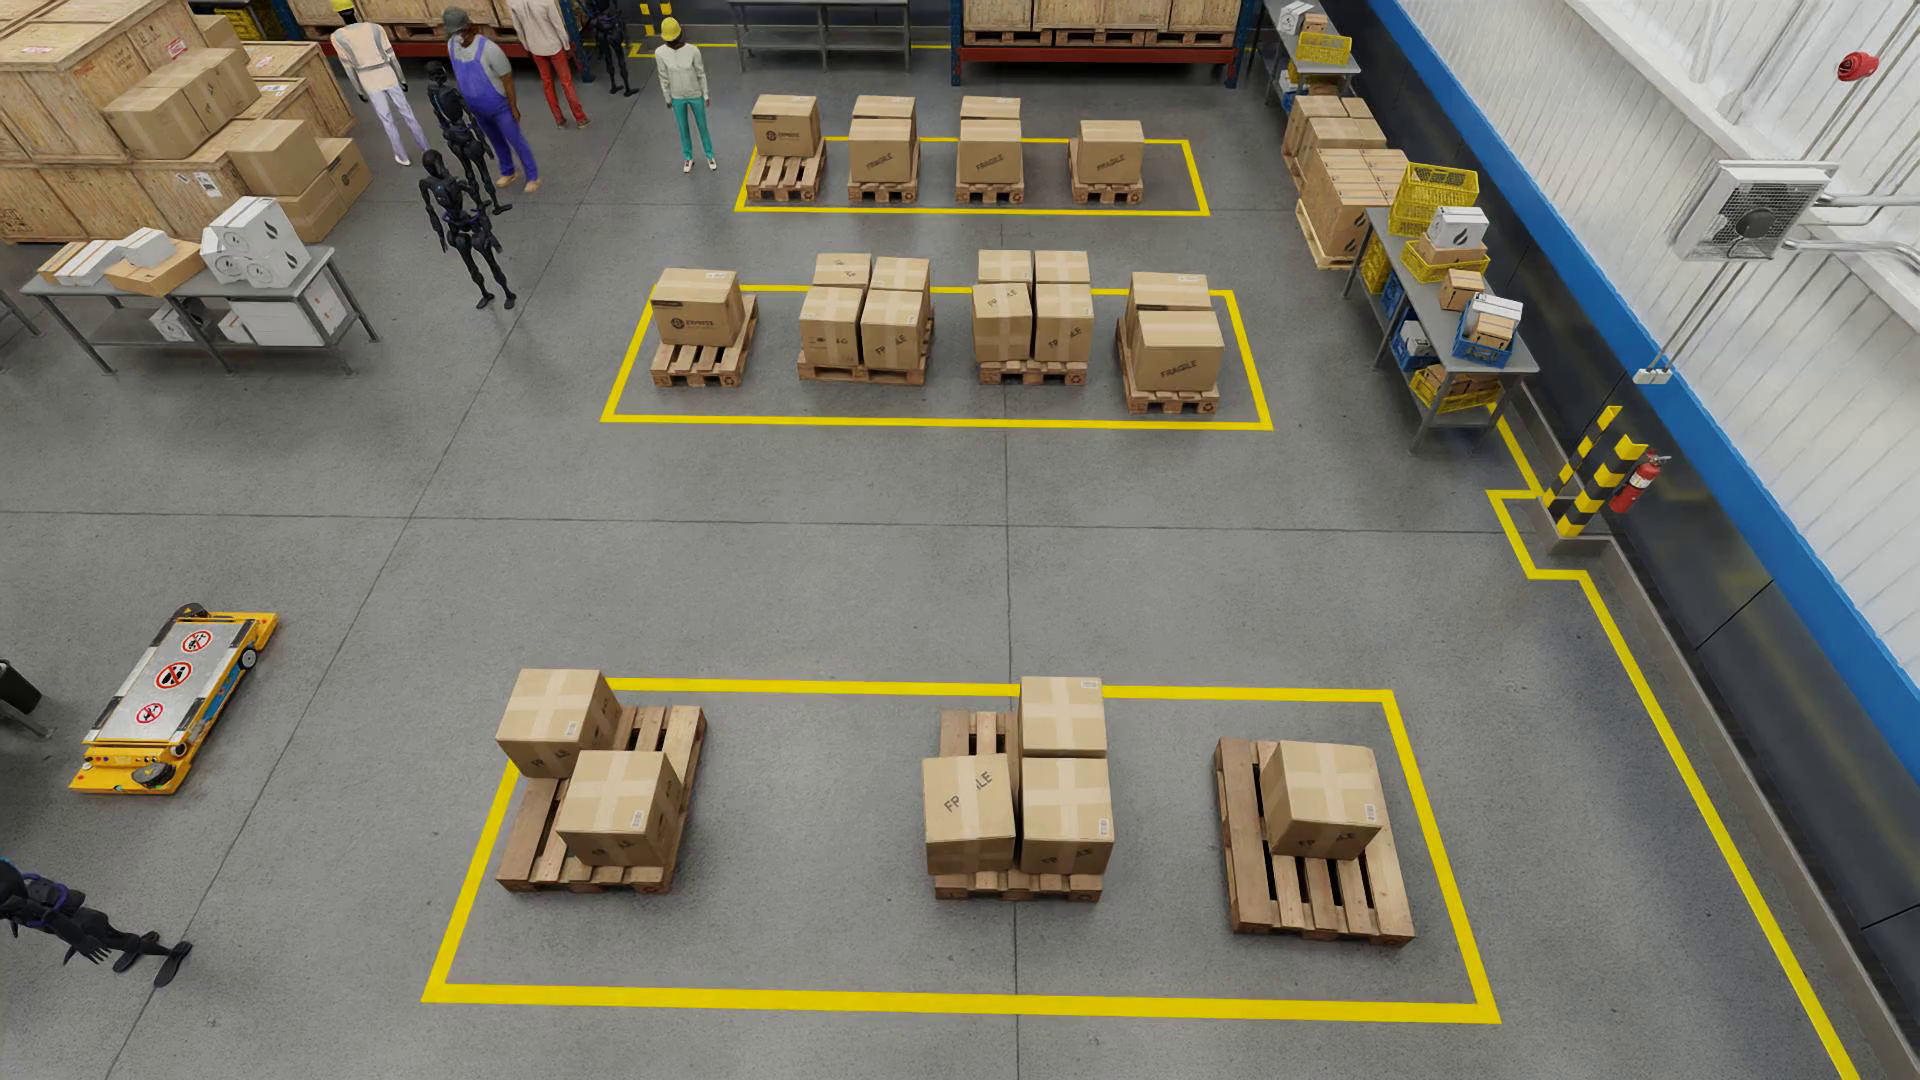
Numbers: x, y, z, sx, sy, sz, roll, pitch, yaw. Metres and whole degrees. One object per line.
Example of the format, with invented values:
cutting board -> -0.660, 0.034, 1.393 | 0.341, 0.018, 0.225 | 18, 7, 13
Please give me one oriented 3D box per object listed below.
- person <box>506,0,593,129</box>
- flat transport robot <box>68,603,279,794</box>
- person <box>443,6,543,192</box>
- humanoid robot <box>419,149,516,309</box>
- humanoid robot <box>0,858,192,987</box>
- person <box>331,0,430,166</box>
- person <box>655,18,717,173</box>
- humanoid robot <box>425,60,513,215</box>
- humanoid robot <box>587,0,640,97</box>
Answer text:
person -> -5.155, -6.157, 11.447 | 0.607, 1.995, 0.376 | 2, 50, 2
flat transport robot -> -5.504, 1.072, 6.442 | 0.652, 0.197, 1.431 | 1, 50, 1
person -> -5.354, -4.960, 10.404 | 0.686, 2.000, 0.536 | 12, 51, 10
humanoid robot -> -4.836, -3.010, 8.983 | 0.614, 1.656, 0.313 | 1, 50, 1
humanoid robot -> -4.745, 1.969, 4.769 | 0.611, 1.657, 0.320 | 13, 51, 11
person -> -6.919, -5.462, 10.912 | 0.582, 1.918, 0.405 | -31, 56, -23
person -> -3.220, -5.223, 10.811 | 0.526, 1.757, 0.337 | -6, 50, -5
humanoid robot -> -5.523, -4.479, 10.226 | 0.588, 1.656, 0.326 | 17, 52, 14
humanoid robot -> -4.699, -6.848, 12.237 | 0.634, 1.653, 0.377 | 22, 53, 18
